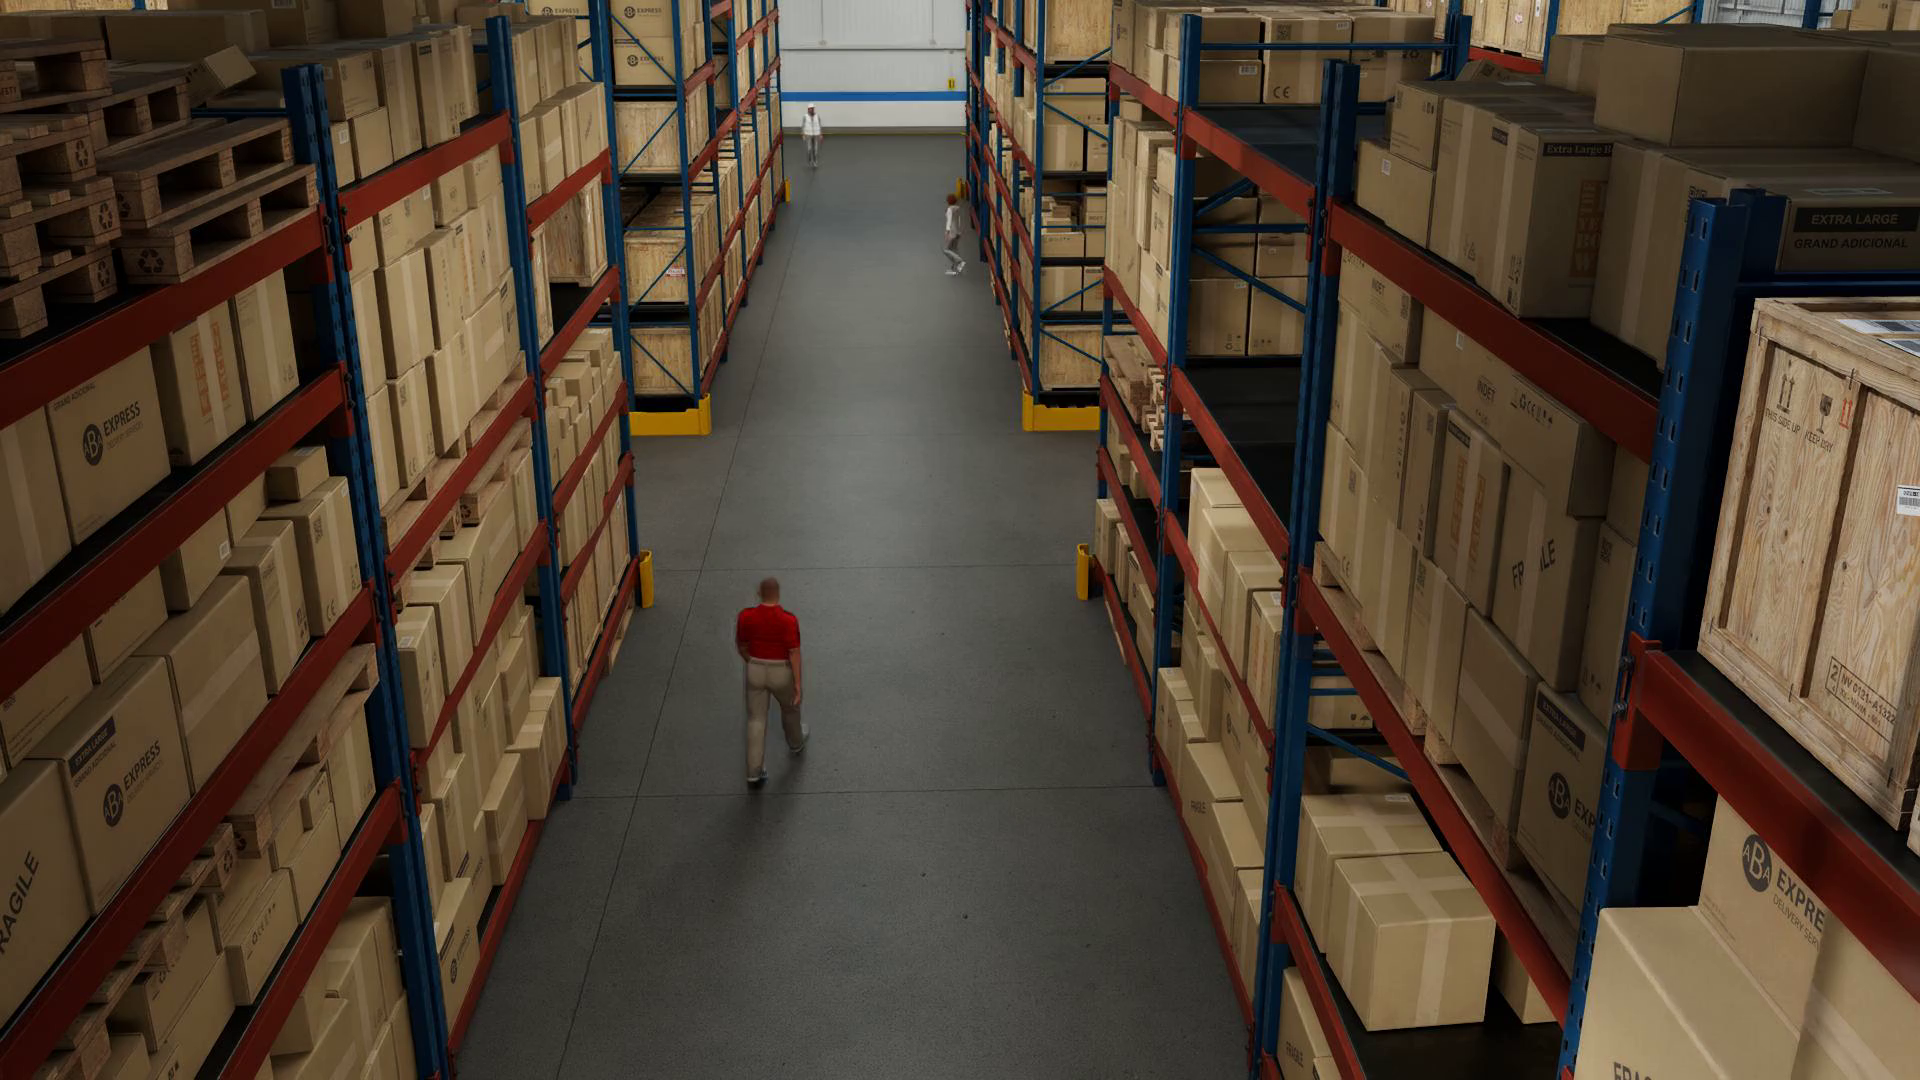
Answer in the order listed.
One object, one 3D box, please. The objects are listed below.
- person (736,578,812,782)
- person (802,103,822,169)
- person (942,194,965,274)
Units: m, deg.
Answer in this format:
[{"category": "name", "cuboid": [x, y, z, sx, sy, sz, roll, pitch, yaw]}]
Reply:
[{"category": "person", "cuboid": [-1.538, 1.078, 13.666, 0.573, 1.695, 0.984, 3, 21, 7]}, {"category": "person", "cuboid": [-4.194, -11.497, 47.307, 0.558, 1.808, 0.423, -7, 21, -17]}, {"category": "person", "cuboid": [-0.098, -6.035, 32.888, 0.518, 1.598, 0.450, 12, 24, 30]}]
